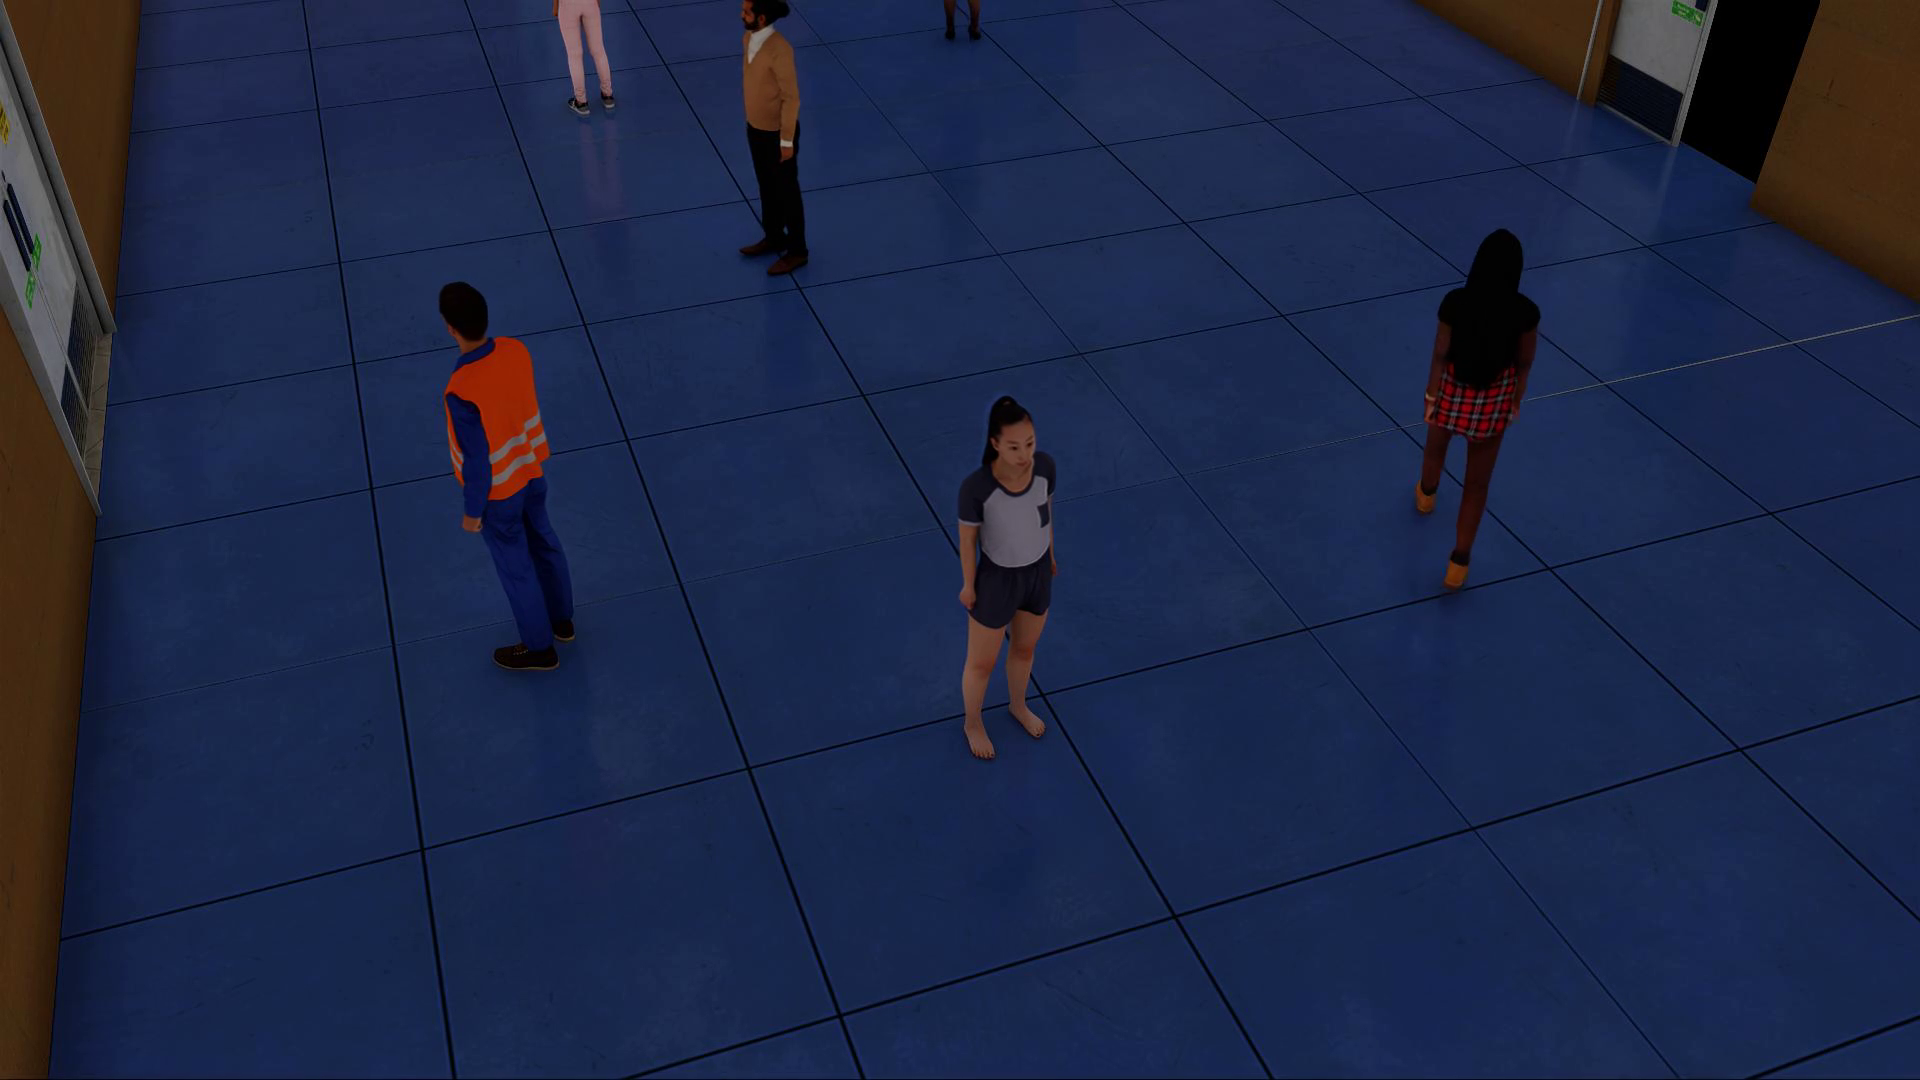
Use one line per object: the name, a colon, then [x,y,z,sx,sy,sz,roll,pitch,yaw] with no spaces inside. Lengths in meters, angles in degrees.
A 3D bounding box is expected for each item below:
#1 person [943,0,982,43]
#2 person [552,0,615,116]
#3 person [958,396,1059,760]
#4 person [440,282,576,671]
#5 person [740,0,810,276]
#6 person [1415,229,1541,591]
person: [0.005,-4.849,13.292,0.586,1.704,0.718,4,37,5]
person: [-2.798,-3.917,12.180,0.478,1.564,0.613,-17,40,-21]
person: [0.188,0.160,6.677,0.516,1.650,0.695,-20,41,-25]
person: [-1.926,-0.248,7.044,0.818,1.862,0.793,10,38,13]
person: [-1.138,-2.494,10.128,0.675,1.752,0.710,-22,42,-27]
person: [2.345,-0.555,7.605,1.159,1.679,1.118,10,38,13]
